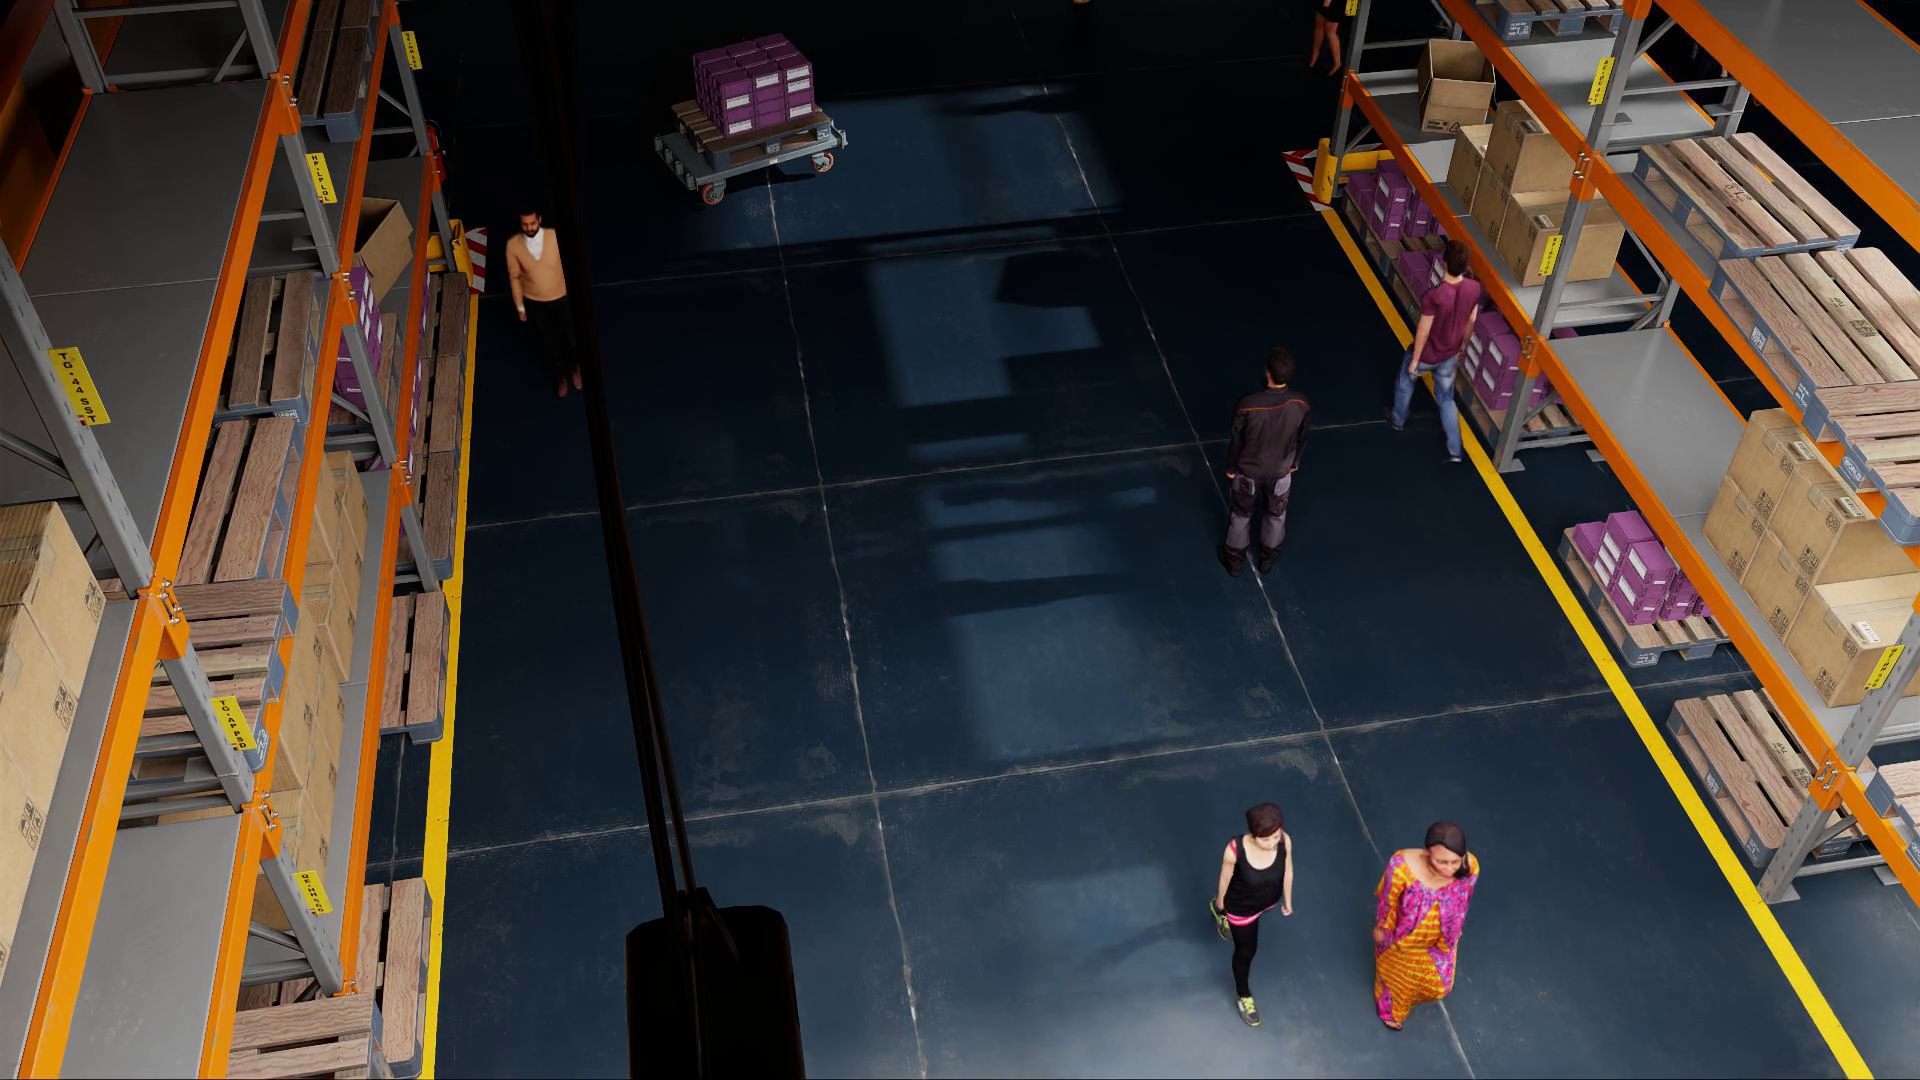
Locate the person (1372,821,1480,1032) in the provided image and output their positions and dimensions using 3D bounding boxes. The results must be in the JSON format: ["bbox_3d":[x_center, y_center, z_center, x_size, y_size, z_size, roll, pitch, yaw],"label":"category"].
[{"bbox_3d":[2.494,2.016,9.006,0.719,1.674,0.782,0,44,0],"label":"person"}]

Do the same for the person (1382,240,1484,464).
[{"bbox_3d":[3.619,-1.366,12.452,0.749,1.818,1.180,-11,45,-11],"label":"person"}]

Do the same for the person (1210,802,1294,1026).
[{"bbox_3d":[1.595,1.910,9.233,0.669,1.516,1.054,-14,45,-14],"label":"person"}]

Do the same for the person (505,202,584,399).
[{"bbox_3d":[-3.240,-1.942,13.108,0.681,1.748,0.610,-6,44,-6],"label":"person"}]

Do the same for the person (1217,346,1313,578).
[{"bbox_3d":[2.099,-0.529,11.482,0.714,1.944,0.607,-3,44,-4],"label":"person"}]

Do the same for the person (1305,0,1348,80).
[{"bbox_3d":[3.845,-5.483,16.777,0.764,1.814,0.676,-16,46,-16],"label":"person"}]
